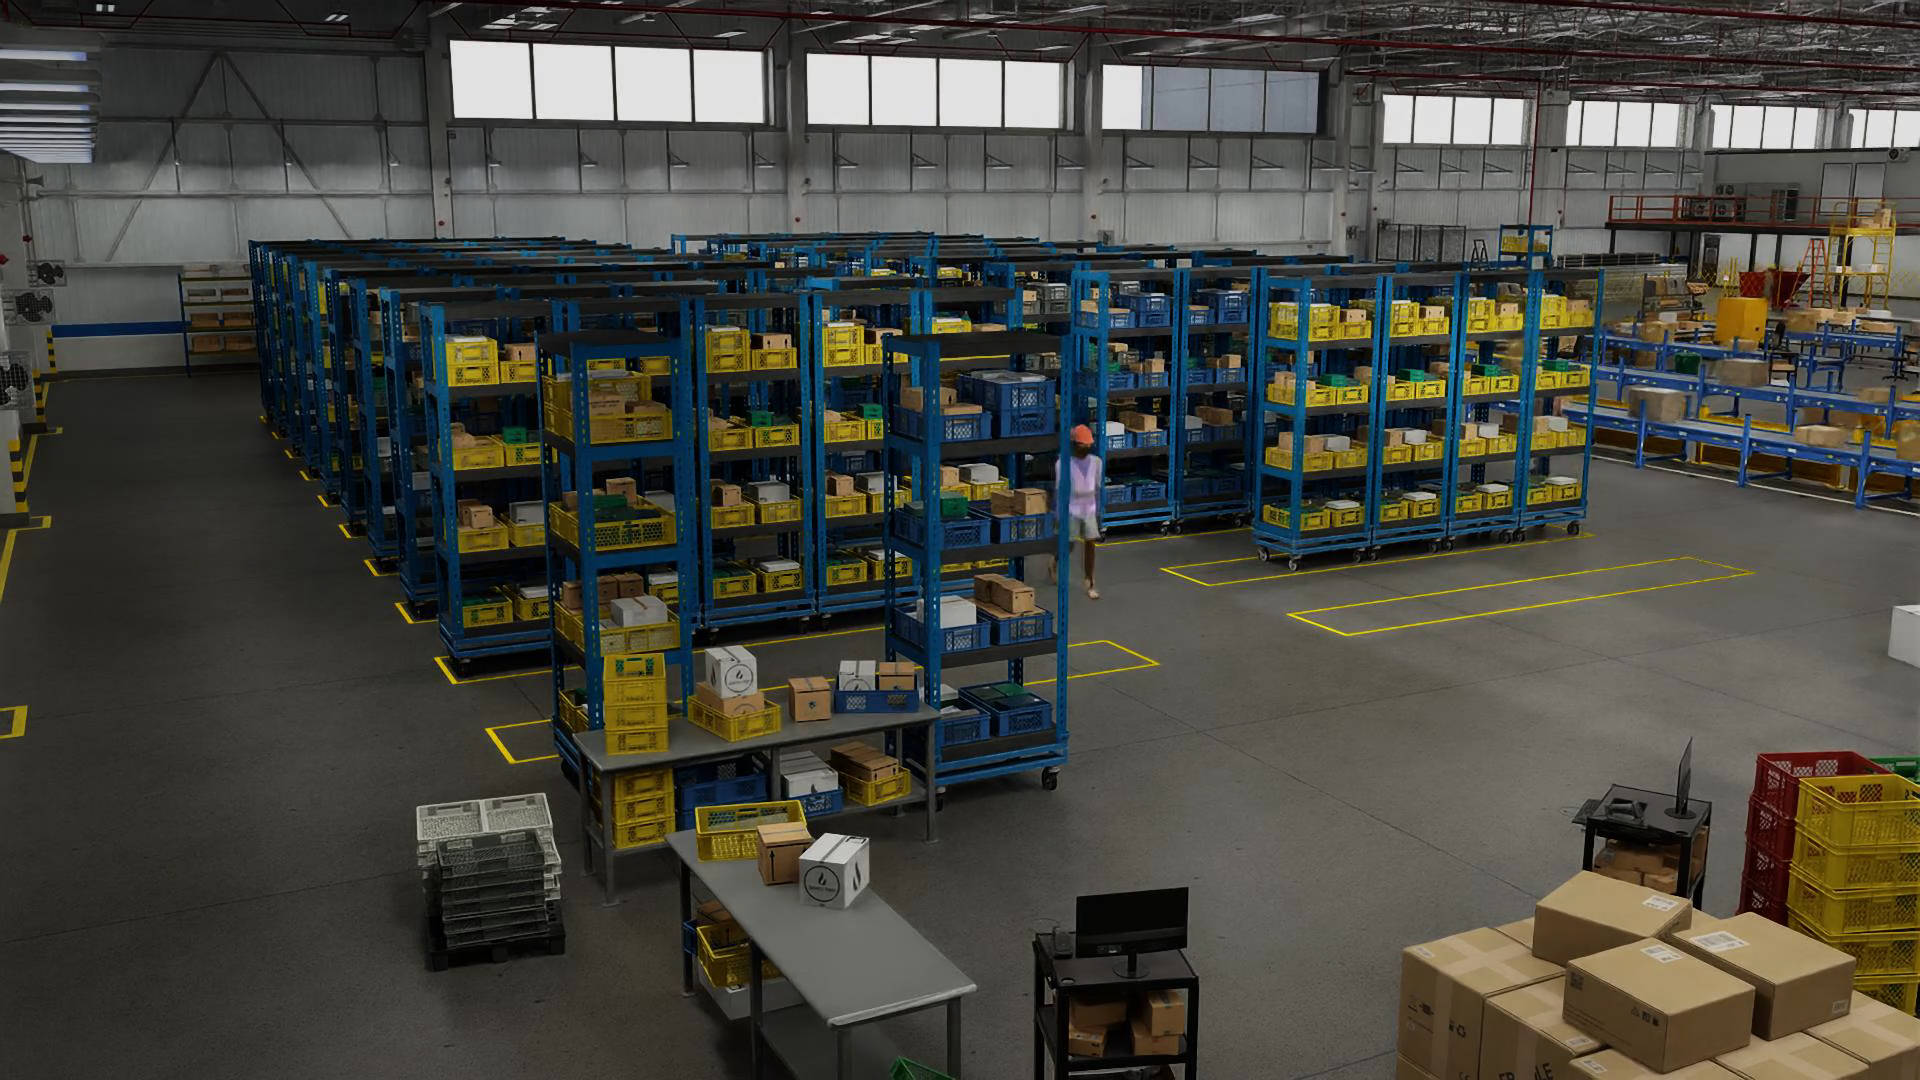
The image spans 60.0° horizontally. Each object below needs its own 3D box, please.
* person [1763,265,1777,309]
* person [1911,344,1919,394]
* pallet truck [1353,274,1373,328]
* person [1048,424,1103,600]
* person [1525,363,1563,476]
[{"bbox_3d":[30.733,-9.565,62.987,0.721,1.705,0.510,3,12,13],"label":"person"},{"bbox_3d":[21.783,-4.069,37.481,0.282,1.633,0.500,-4,13,-18],"label":"person"},{"bbox_3d":[13.011,-8.050,55.243,0.823,1.965,1.885,-7,14,-28],"label":"pallet truck"},{"bbox_3d":[1.328,-0.358,19.245,0.614,2.021,0.850,-5,13,-24],"label":"person"},{"bbox_3d":[9.342,-1.948,26.975,0.684,1.875,0.653,-6,13,-24],"label":"person"}]
